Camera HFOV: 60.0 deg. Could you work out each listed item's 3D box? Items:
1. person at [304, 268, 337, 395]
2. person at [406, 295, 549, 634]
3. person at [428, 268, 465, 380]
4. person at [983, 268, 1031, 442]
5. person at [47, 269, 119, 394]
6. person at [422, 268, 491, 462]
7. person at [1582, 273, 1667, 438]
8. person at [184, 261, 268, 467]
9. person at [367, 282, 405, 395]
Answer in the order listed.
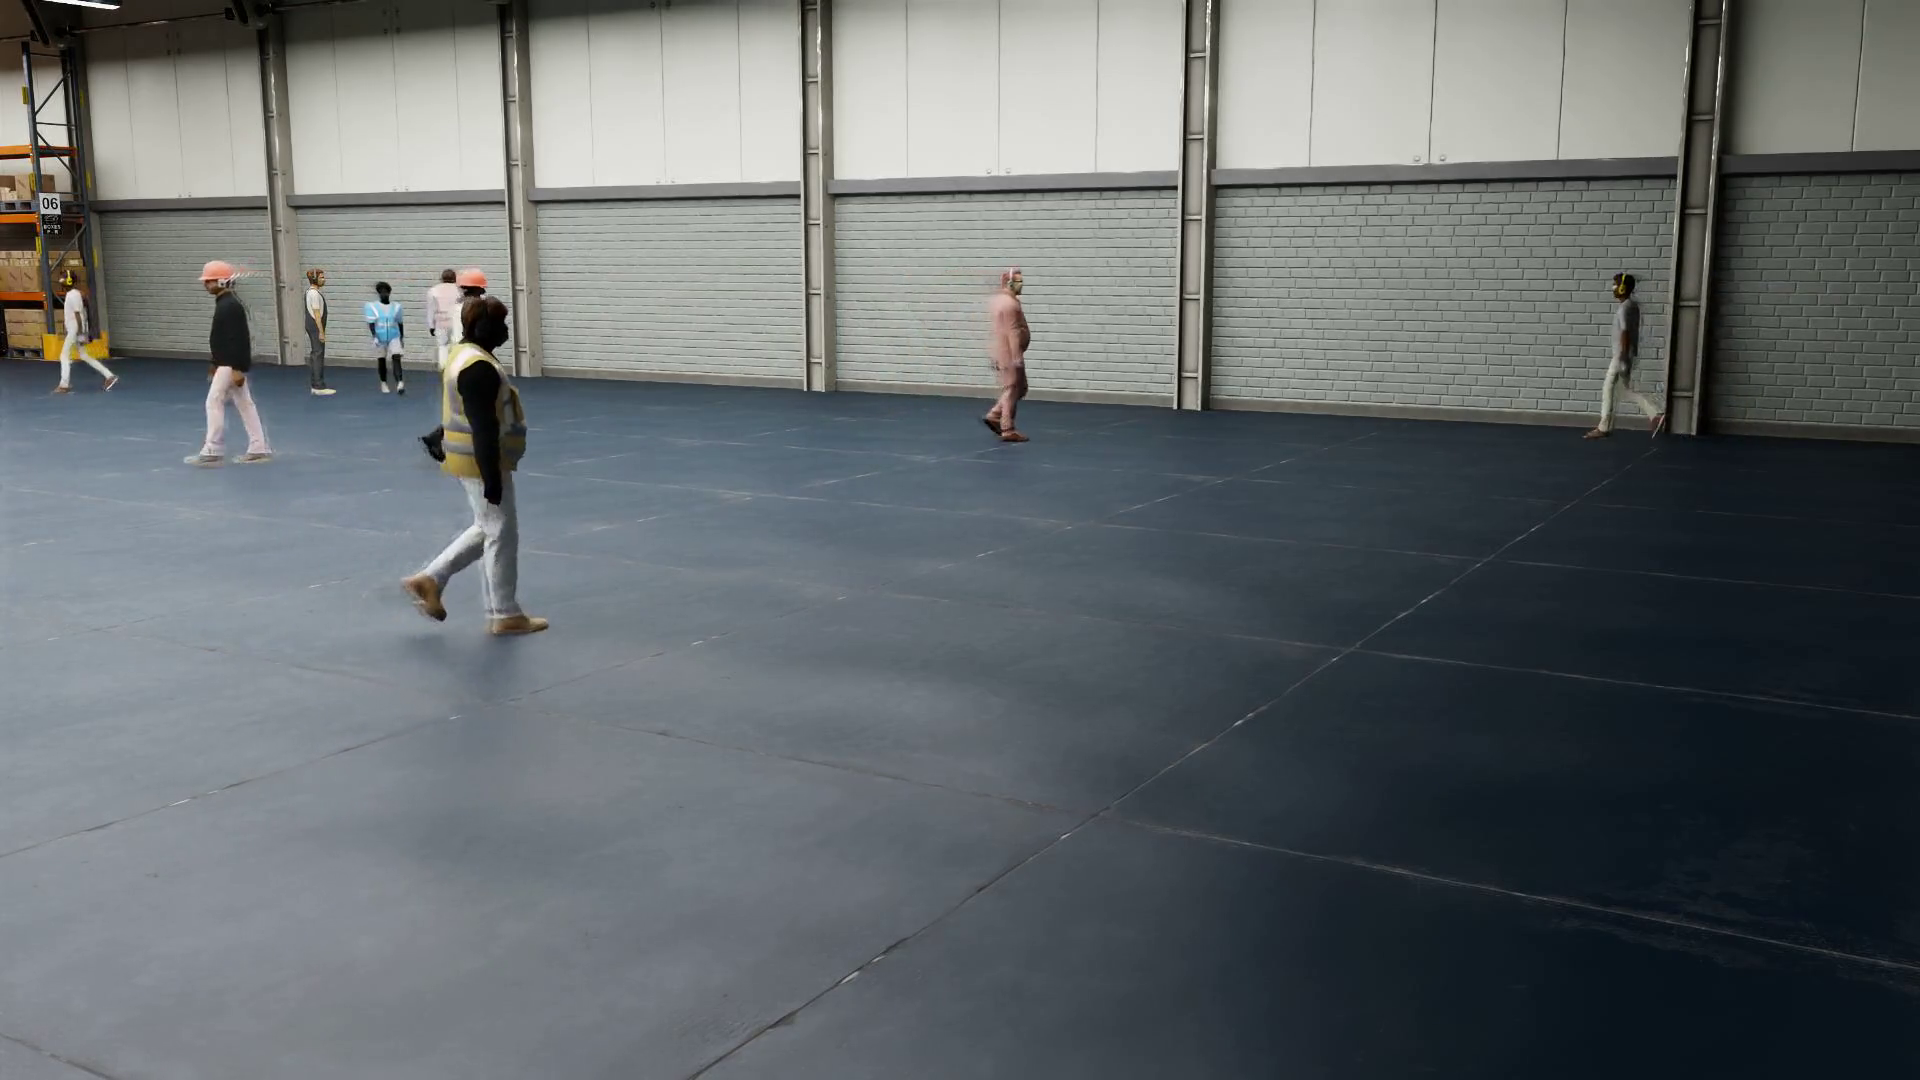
[{"bbox_3d":[-9.379,-3.039,24.305,0.344,1.847,0.504,-6,11,-31],"label":"person"},{"bbox_3d":[-2.591,-0.386,8.850,0.631,1.829,0.635,-4,10,-20],"label":"person"},{"bbox_3d":[-8.166,-3.427,26.630,0.644,1.822,0.494,-1,10,-7],"label":"person"},{"bbox_3d":[0.561,-2.001,18.093,0.448,1.892,0.646,0,10,-2],"label":"person"},{"bbox_3d":[-13.042,-3.086,24.625,0.910,1.846,0.524,-4,11,-25],"label":"person"},{"bbox_3d":[-4.820,-1.685,16.204,0.821,1.913,0.551,-8,12,-38],"label":"person"},{"bbox_3d":[7.351,-2.013,18.302,0.791,1.851,0.516,8,12,39],"label":"person"},{"bbox_3d":[-7.165,-1.688,16.029,0.869,1.957,0.639,-4,10,-22],"label":"person"},{"bbox_3d":[-8.366,-2.935,24.284,0.520,1.639,0.913,-5,11,-25],"label":"person"}]
